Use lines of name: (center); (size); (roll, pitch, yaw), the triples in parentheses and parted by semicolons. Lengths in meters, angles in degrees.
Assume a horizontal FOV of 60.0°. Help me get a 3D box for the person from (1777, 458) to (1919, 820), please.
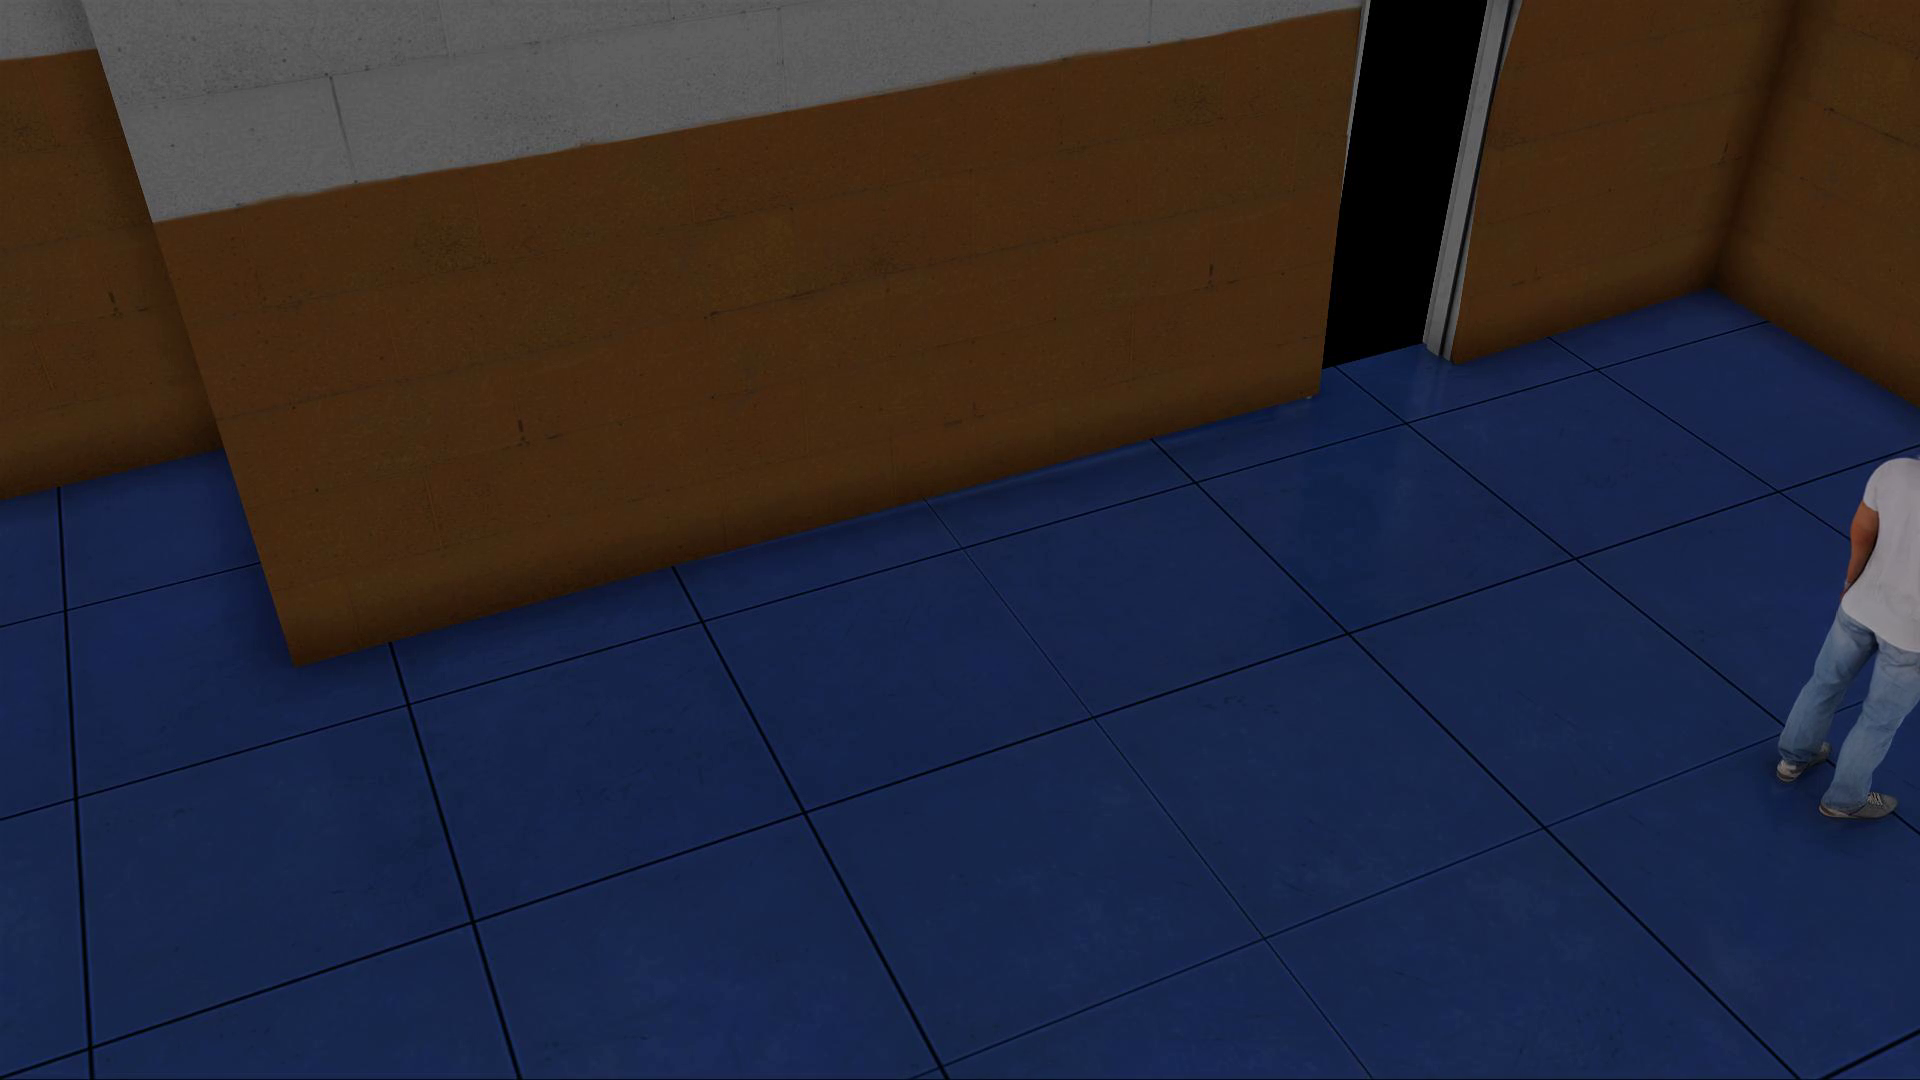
person: (3.525, 0.277, 6.274); (0.739, 1.866, 0.510); (-13, 39, -17)
